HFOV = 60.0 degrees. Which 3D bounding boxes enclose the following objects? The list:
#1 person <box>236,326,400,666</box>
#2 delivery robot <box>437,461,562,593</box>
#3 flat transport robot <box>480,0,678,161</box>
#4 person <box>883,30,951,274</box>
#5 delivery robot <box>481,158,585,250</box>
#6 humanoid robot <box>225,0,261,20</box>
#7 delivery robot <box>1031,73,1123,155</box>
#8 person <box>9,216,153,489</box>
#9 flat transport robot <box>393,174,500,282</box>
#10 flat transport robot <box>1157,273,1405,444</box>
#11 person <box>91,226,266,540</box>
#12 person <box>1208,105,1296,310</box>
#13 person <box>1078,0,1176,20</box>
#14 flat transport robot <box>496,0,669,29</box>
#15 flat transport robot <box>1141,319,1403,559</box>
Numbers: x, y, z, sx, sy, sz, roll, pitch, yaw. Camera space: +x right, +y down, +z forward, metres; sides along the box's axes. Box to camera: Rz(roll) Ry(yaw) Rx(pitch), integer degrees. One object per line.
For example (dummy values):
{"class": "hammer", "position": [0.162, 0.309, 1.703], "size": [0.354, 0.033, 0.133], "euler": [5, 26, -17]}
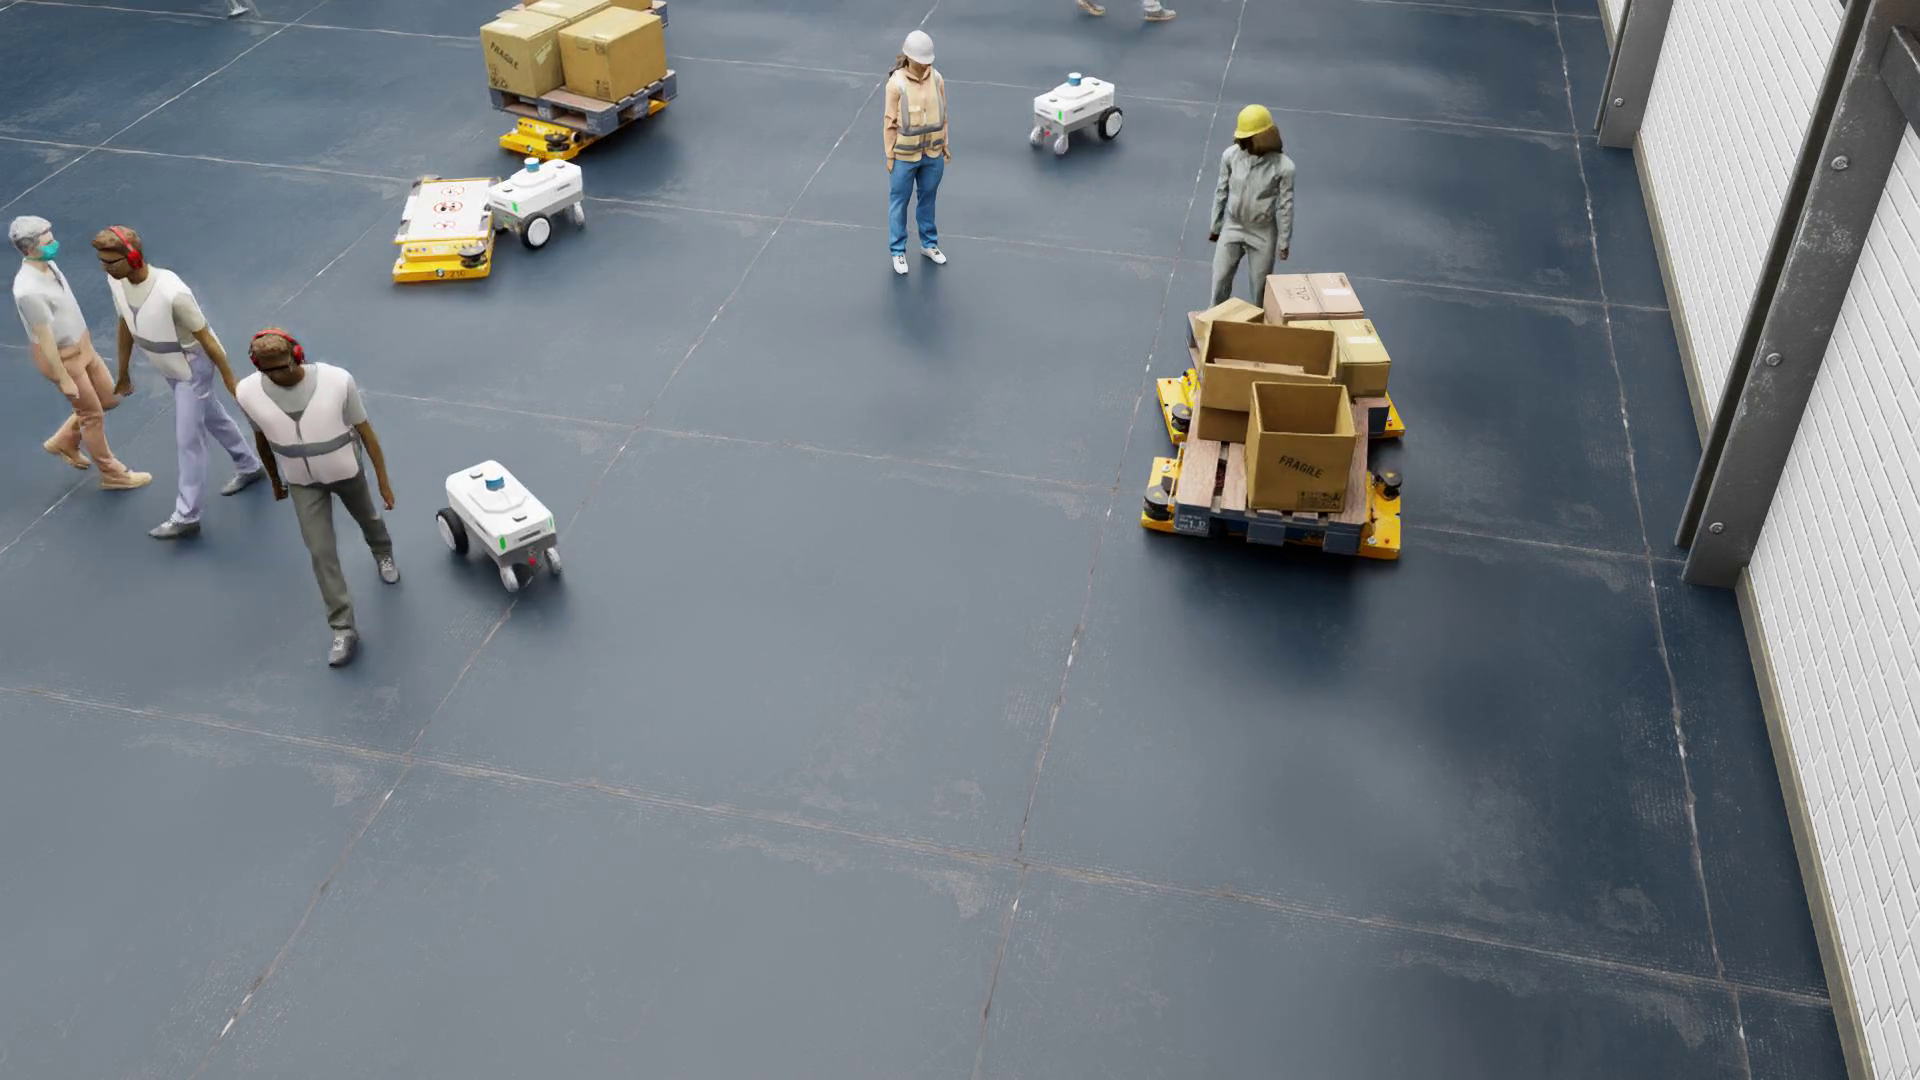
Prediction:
{"class": "person", "position": [-3.191, -0.343, 8.411], "size": [0.650, 1.788, 0.964], "euler": [-7, 37, -9]}
{"class": "delivery robot", "position": [-2.523, -0.122, 9.142], "size": [0.499, 0.593, 0.789], "euler": [-26, 44, -30]}
{"class": "flat transport robot", "position": [-3.148, -3.572, 13.998], "size": [0.659, 0.231, 1.431], "euler": [19, 41, 23]}
{"class": "person", "position": [-0.310, -2.729, 11.655], "size": [0.486, 1.725, 0.375], "euler": [-17, 40, -22]}
{"class": "delivery robot", "position": [-3.170, -2.526, 12.373], "size": [0.502, 0.611, 0.782], "euler": [23, 43, 28]}
{"class": "humanoid robot", "position": [-7.042, -5.745, 15.737], "size": [0.537, 1.869, 0.681], "euler": [19, 41, 23]}
{"class": "delivery robot", "position": [0.957, -3.551, 13.746], "size": [0.811, 0.613, 0.499], "euler": [-30, 46, -34]}
{"class": "person", "position": [-5.067, -1.016, 9.361], "size": [0.468, 1.733, 0.488], "euler": [-5, 37, -6]}
{"class": "flat transport robot", "position": [-3.782, -2.336, 12.345], "size": [0.659, 0.231, 1.431], "euler": [-5, 37, -6]}
{"class": "flat transport robot", "position": [1.988, -0.862, 10.372], "size": [1.431, 0.231, 0.659], "euler": [-2, 37, -3]}
{"class": "person", "position": [-4.348, -0.881, 9.119], "size": [0.625, 1.795, 0.919], "euler": [22, 42, 27]}
{"class": "person", "position": [1.858, -1.954, 10.612], "size": [0.549, 1.725, 0.340], "euler": [17, 40, 22]}
{"class": "person", "position": [1.603, -5.847, 15.728], "size": [0.918, 1.852, 0.584], "euler": [-1, 37, -1]}
{"class": "flat transport robot", "position": [-3.449, -4.575, 15.341], "size": [0.659, 0.231, 1.431], "euler": [16, 40, 21]}
{"class": "flat transport robot", "position": [1.794, -0.235, 9.533], "size": [1.431, 0.231, 0.659], "euler": [7, 37, 10]}
